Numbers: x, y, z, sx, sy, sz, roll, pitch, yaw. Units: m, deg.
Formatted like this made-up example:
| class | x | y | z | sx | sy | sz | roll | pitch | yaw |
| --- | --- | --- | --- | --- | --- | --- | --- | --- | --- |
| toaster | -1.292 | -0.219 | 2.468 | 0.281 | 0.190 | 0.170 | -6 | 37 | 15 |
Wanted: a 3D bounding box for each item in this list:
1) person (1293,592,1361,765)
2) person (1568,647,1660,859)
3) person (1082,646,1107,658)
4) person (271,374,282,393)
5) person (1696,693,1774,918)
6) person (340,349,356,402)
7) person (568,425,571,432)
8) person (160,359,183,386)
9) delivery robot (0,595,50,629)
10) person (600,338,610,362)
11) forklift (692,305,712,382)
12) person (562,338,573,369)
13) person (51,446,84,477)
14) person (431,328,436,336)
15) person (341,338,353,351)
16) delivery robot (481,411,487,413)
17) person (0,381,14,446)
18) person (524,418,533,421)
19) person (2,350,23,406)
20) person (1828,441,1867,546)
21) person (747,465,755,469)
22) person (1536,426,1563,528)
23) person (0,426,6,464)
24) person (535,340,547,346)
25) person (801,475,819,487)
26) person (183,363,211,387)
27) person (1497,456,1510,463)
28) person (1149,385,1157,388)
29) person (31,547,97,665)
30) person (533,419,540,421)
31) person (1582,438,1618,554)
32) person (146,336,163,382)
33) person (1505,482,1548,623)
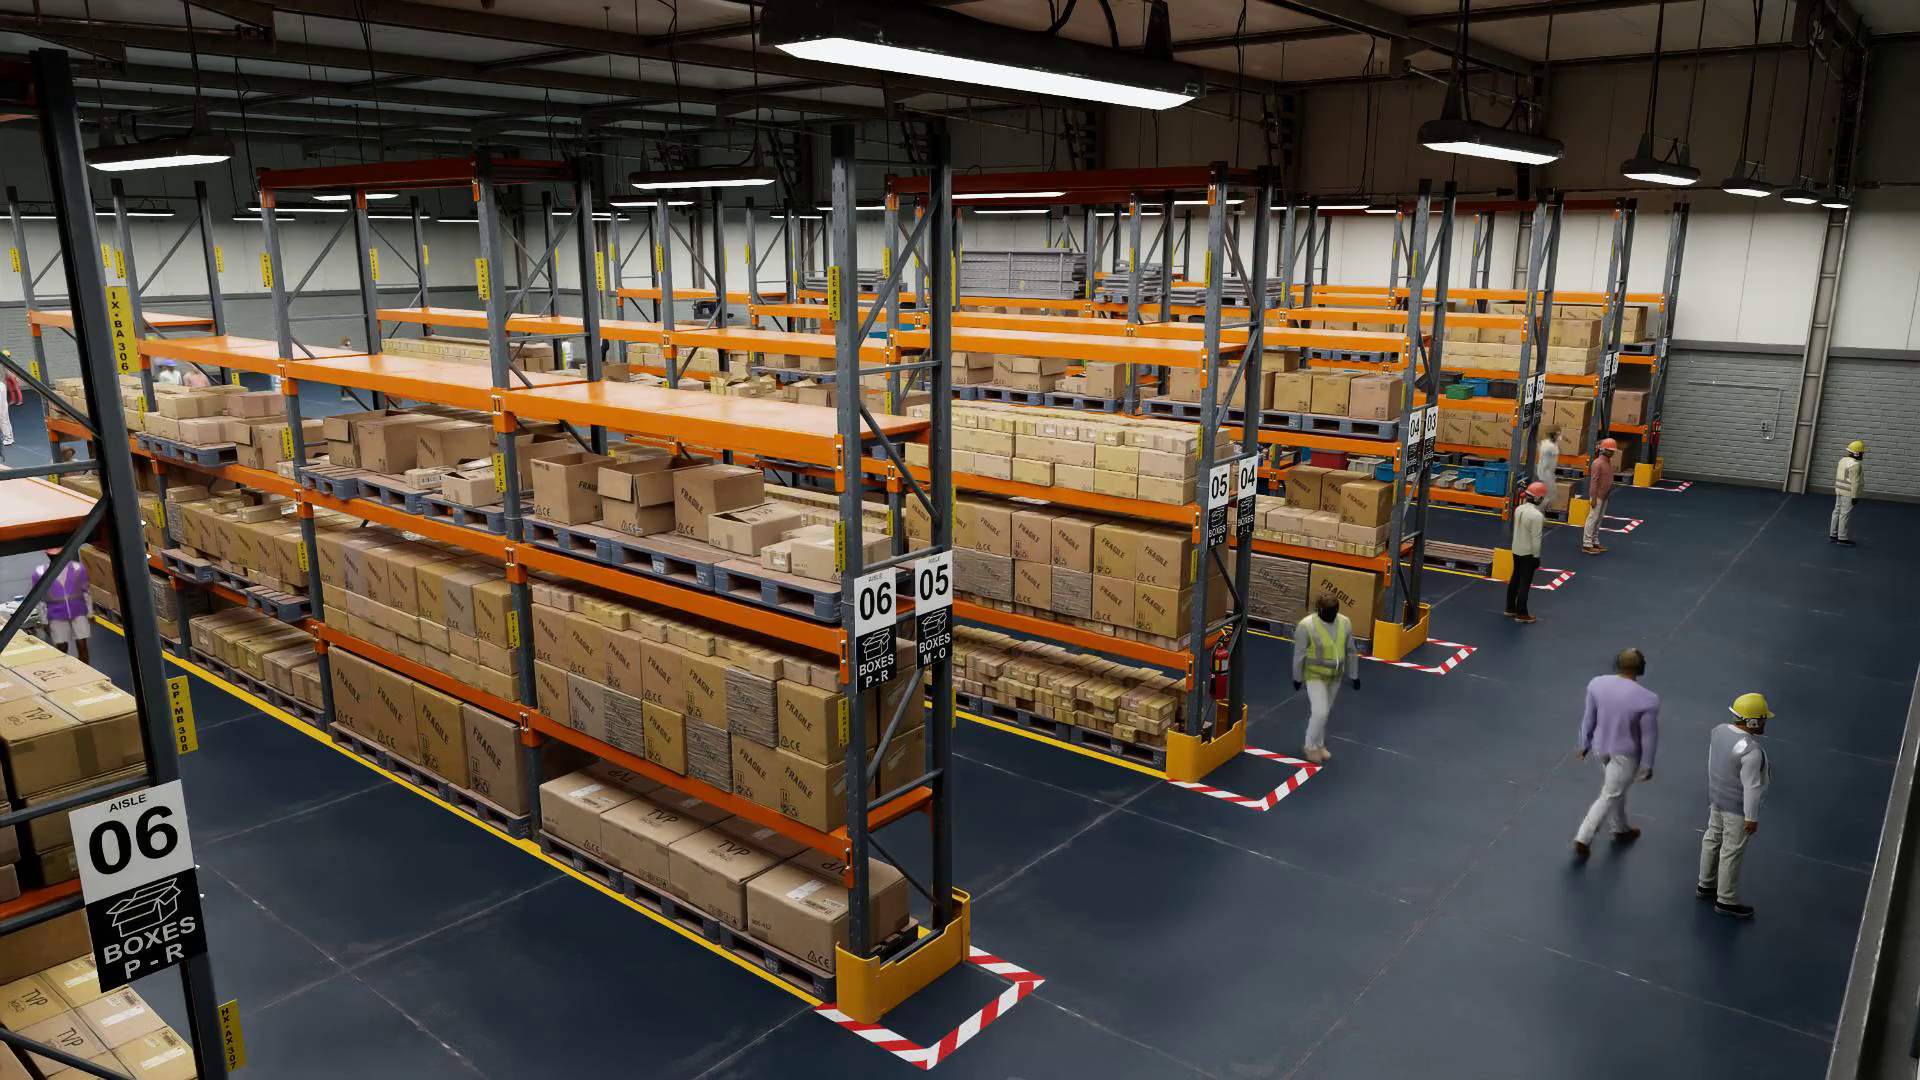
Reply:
| class | x | y | z | sx | sy | sz | roll | pitch | yaw |
| --- | --- | --- | --- | --- | --- | --- | --- | --- | --- |
| person | 3.787 | 1.422 | 13.003 | 0.641 | 1.820 | 0.546 | -6 | 15 | -23 |
| person | 5.746 | 1.857 | 11.051 | 1.006 | 1.902 | 0.638 | -7 | 15 | -25 |
| person | 1.650 | 0.838 | 15.146 | 0.444 | 1.928 | 0.621 | 11 | 18 | 38 |
| person | -20.239 | -4.477 | 37.669 | 0.686 | 1.612 | 0.522 | 4 | 14 | 16 |
| person | 6.261 | 2.105 | 10.151 | 0.403 | 1.833 | 0.586 | 0 | 14 | 2 |
| person | -20.167 | -5.392 | 41.273 | 0.540 | 1.695 | 0.317 | 0 | 14 | -1 |
| person | -9.732 | -2.961 | 31.042 | 0.861 | 1.814 | 0.583 | -7 | 15 | -26 |
| person | -22.496 | -4.209 | 35.951 | 0.831 | 1.924 | 0.621 | 5 | 15 | 20 |
| delivery robot | -12.842 | 1.003 | 17.240 | 0.707 | 0.478 | 0.477 | 6 | 15 | 22 |
| person | -13.890 | -7.409 | 48.942 | 0.537 | 2.000 | 0.678 | 0 | 14 | 1 |
| forklift | -9.511 | -7.392 | 47.124 | 1.873 | 2.768 | 1.129 | 11 | 17 | 38 |
| person | -14.237 | -6.484 | 45.395 | 0.412 | 1.872 | 0.602 | 9 | 16 | 31 |
| person | -16.305 | -0.914 | 23.049 | 0.534 | 1.592 | 0.759 | -13 | 19 | -43 |
| person | -21.559 | -7.839 | 51.472 | 0.500 | 1.633 | 0.280 | -1 | 14 | -3 |
| person | -22.720 | -6.669 | 46.679 | 0.433 | 1.623 | 0.504 | 4 | 14 | 17 |
| delivery robot | -13.474 | -3.592 | 36.143 | 0.477 | 0.478 | 0.707 | 11 | 17 | 38 |
| person | -24.959 | -3.414 | 32.701 | 0.403 | 1.906 | 0.651 | -6 | 15 | -24 |
| person | -11.988 | -3.929 | 34.873 | 0.339 | 1.883 | 0.577 | 6 | 15 | 22 |
| person | -30.393 | -5.193 | 40.323 | 0.527 | 1.763 | 0.333 | 3 | 14 | 11 |
| person | 15.708 | -0.837 | 22.250 | 0.403 | 1.835 | 0.586 | 2 | 14 | 10 |
| person | -4.407 | -2.008 | 26.894 | 0.373 | 1.916 | 0.596 | 5 | 15 | 21 |
| person | 10.969 | -1.171 | 23.439 | 0.436 | 1.925 | 0.650 | 11 | 17 | 37 |
| person | -19.879 | -1.731 | 25.728 | 0.629 | 1.931 | 0.376 | -11 | 17 | -37 |
| person | -15.856 | -6.939 | 47.795 | 0.513 | 1.614 | 0.507 | -9 | 17 | -34 |
| person | -3.289 | -2.099 | 27.349 | 0.567 | 1.883 | 1.014 | -7 | 16 | -28 |
| person | -21.552 | -4.094 | 35.649 | 0.946 | 1.880 | 0.657 | 10 | 17 | 35 |
| person | 11.763 | -2.120 | 27.369 | 0.657 | 1.923 | 0.917 | -3 | 14 | -14 |
| person | 4.723 | -3.143 | 31.733 | 0.824 | 1.846 | 0.533 | 11 | 18 | 39 |
| person | -10.686 | 0.871 | 15.058 | 0.551 | 1.924 | 0.534 | -12 | 18 | -41 |
| person | -7.988 | -1.337 | 23.967 | 0.621 | 2.007 | 0.987 | -4 | 14 | -17 |
| person | 11.008 | -0.764 | 21.617 | 0.622 | 1.990 | 0.388 | -12 | 18 | -40 |
| person | -28.506 | -6.323 | 44.722 | 0.588 | 1.884 | 0.594 | -6 | 15 | -23 |
| person | 8.042 | 0.159 | 17.844 | 0.407 | 1.986 | 0.621 | -1 | 14 | -4 |
